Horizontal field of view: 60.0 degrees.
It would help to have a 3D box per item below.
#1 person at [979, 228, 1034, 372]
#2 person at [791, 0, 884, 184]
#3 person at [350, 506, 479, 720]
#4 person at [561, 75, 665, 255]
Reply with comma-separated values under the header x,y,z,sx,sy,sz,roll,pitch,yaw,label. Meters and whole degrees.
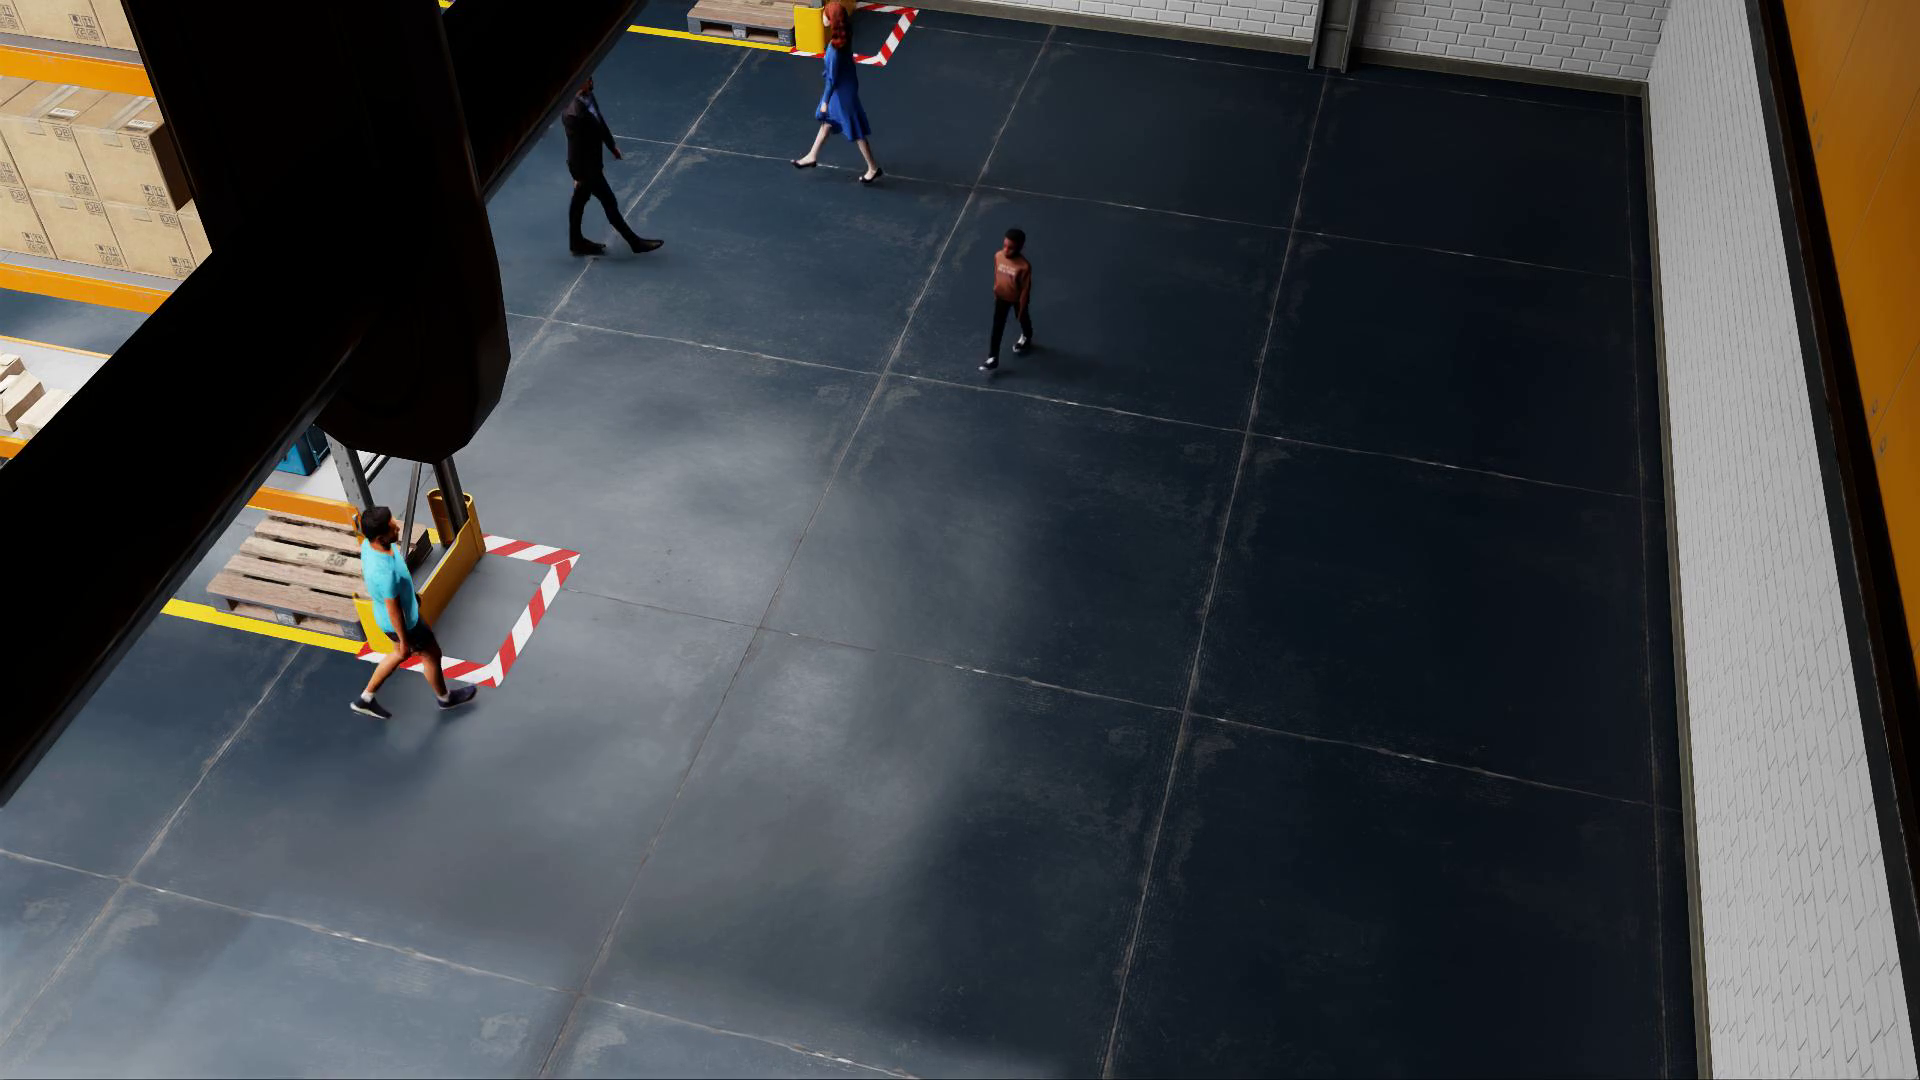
x,y,z,sx,sy,sz,roll,pitch,yaw,label
0.470,-1.990,13.481,0.897,1.218,0.793,27,50,25,person
-0.972,-4.012,15.194,1.148,1.782,0.735,5,44,6,person
-3.620,0.506,10.475,1.093,1.750,1.015,-18,46,-18,person
-3.302,-3.259,14.353,1.191,1.852,0.927,-3,44,-3,person
